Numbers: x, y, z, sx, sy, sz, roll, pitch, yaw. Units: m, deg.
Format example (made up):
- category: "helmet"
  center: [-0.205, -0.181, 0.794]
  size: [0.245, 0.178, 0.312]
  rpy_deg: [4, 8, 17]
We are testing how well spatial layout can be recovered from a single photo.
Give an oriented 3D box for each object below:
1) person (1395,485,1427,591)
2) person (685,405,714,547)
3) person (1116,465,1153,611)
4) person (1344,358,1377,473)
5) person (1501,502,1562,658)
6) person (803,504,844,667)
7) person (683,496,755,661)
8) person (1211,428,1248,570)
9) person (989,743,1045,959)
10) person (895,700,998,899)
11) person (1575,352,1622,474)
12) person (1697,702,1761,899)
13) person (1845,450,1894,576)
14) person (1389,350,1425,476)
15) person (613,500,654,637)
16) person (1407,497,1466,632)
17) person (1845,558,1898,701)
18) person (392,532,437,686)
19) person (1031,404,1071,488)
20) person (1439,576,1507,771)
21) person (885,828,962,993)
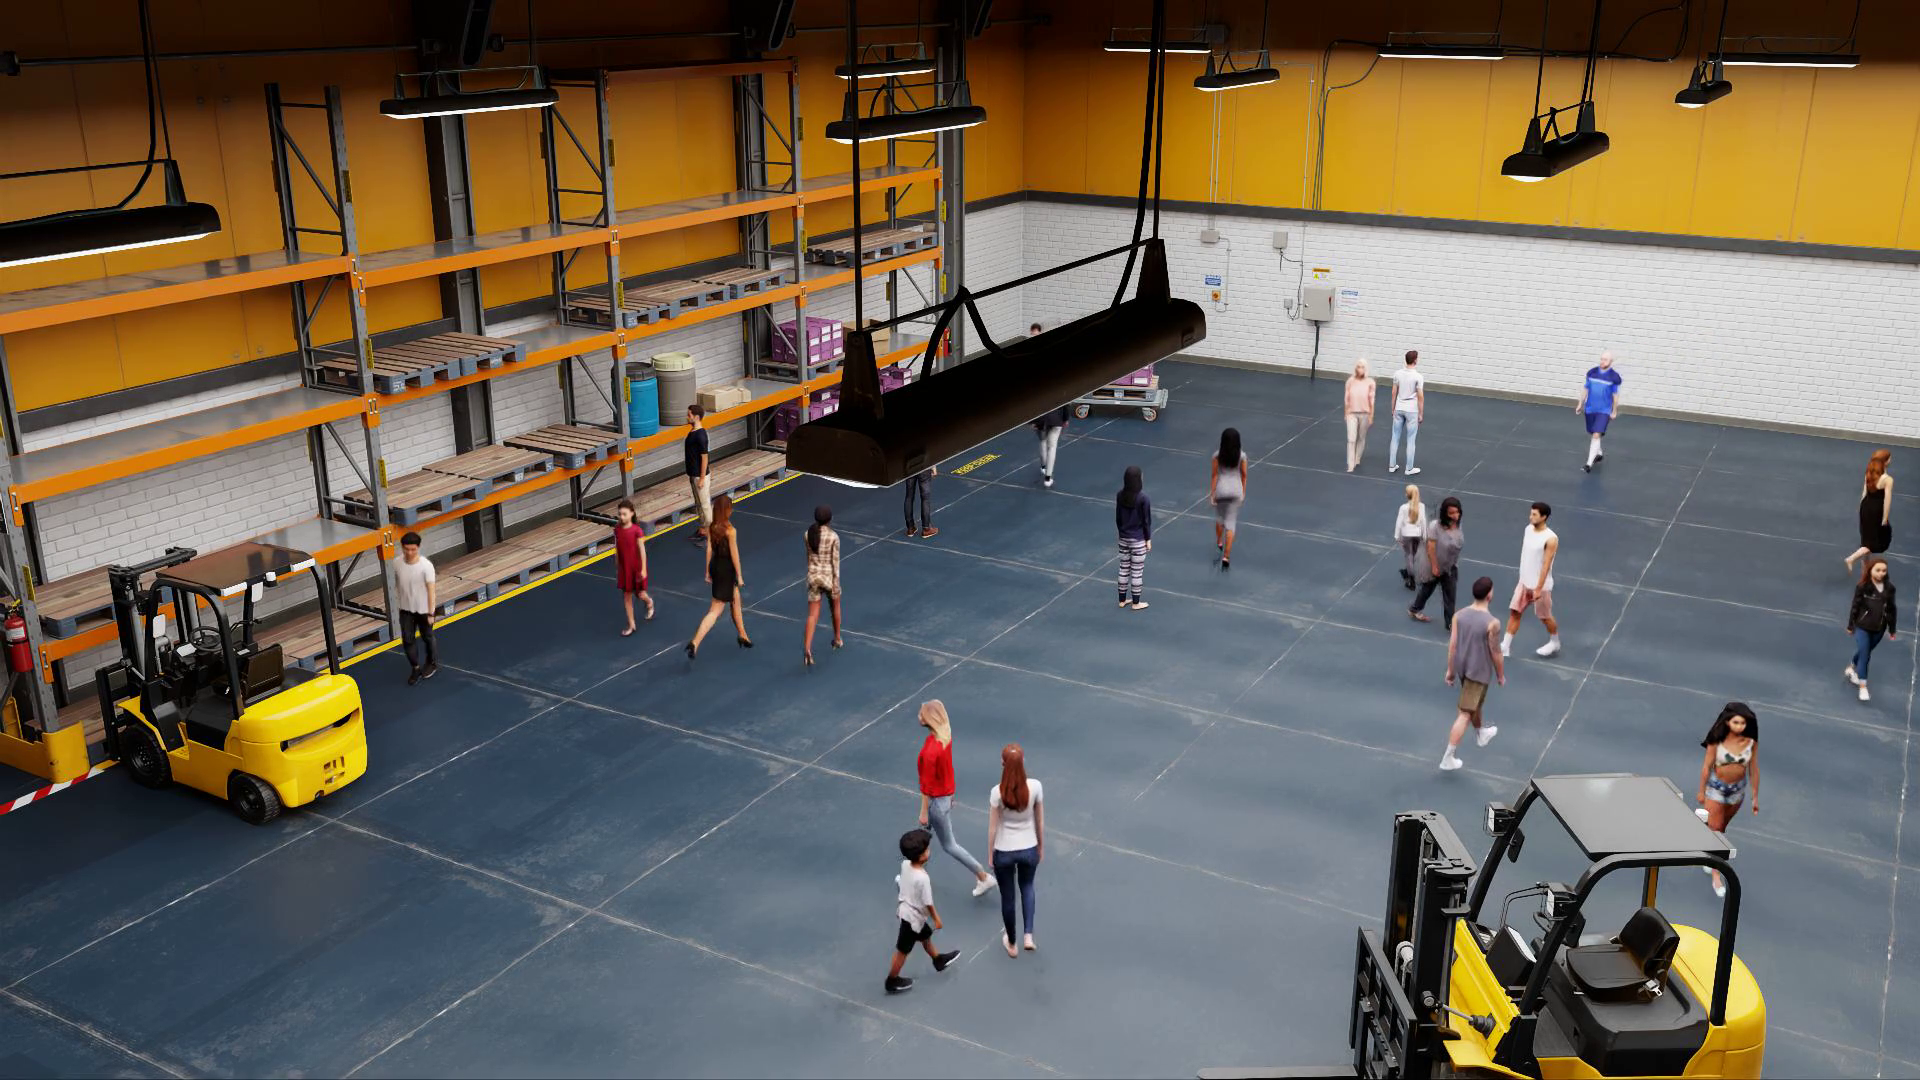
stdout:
- category: "person"
  center: [5.470, -0.014, 20.044]
  size: [0.780, 1.249, 0.881]
  rpy_deg: [-3, 19, -7]
- category: "person"
  center: [-3.382, -0.852, 21.579]
  size: [0.736, 1.857, 0.722]
  rpy_deg: [-8, 20, -23]
- category: "person"
  center: [2.008, -0.037, 19.354]
  size: [0.633, 1.733, 0.562]
  rpy_deg: [14, 23, 36]
- category: "person"
  center: [5.983, -1.867, 24.882]
  size: [0.774, 1.674, 1.175]
  rpy_deg: [6, 19, 17]
- category: "person"
  center: [6.264, 0.462, 17.856]
  size: [1.196, 1.743, 1.109]
  rpy_deg: [-6, 19, -16]
- category: "person"
  center: [-1.508, 0.512, 17.695]
  size: [0.733, 1.752, 1.122]
  rpy_deg: [6, 19, 16]
- category: "person"
  center: [-2.589, 0.462, 17.774]
  size: [1.227, 1.796, 0.784]
  rpy_deg: [-17, 25, -42]
- category: "person"
  center: [3.335, -0.489, 20.686]
  size: [0.789, 1.739, 1.137]
  rpy_deg: [5, 19, 14]
- category: "person"
  center: [0.433, 2.346, 12.279]
  size: [0.769, 1.732, 0.831]
  rpy_deg: [-4, 19, -12]
- category: "person"
  center: [-0.093, 2.086, 13.146]
  size: [0.877, 1.672, 1.104]
  rpy_deg: [5, 19, 14]
- category: "person"
  center: [9.577, -1.924, 24.866]
  size: [1.278, 1.791, 0.945]
  rpy_deg: [-16, 24, -39]
- category: "person"
  center: [6.158, 2.028, 13.443]
  size: [0.856, 1.591, 1.053]
  rpy_deg: [0, 19, 1]
- category: "person"
  center: [11.117, -0.313, 20.361]
  size: [0.930, 1.612, 0.864]
  rpy_deg: [-5, 19, -16]
- category: "person"
  center: [6.633, -1.903, 24.710]
  size: [0.693, 1.851, 0.605]
  rpy_deg: [16, 24, 39]
- category: "person"
  center: [-3.672, 0.278, 18.724]
  size: [0.672, 1.538, 0.894]
  rpy_deg: [5, 19, 15]
- category: "person"
  center: [5.395, 0.232, 18.811]
  size: [1.009, 1.569, 1.040]
  rpy_deg: [-8, 20, -23]
- category: "person"
  center: [9.340, 0.869, 17.107]
  size: [0.832, 1.449, 1.043]
  rpy_deg: [1, 19, 4]
- category: "person"
  center: [-5.652, 0.670, 17.344]
  size: [0.790, 1.676, 0.867]
  rpy_deg: [6, 19, 16]
- category: "person"
  center: [1.279, -1.706, 24.043]
  size: [0.956, 1.904, 1.263]
  rpy_deg: [4, 19, 12]
- category: "person"
  center: [4.659, 1.259, 15.220]
  size: [1.306, 1.793, 0.958]
  rpy_deg: [-14, 23, -36]
- category: "person"
  center: [-0.386, 2.708, 12.004]
  size: [0.918, 1.221, 0.792]
  rpy_deg: [-8, 20, -22]
